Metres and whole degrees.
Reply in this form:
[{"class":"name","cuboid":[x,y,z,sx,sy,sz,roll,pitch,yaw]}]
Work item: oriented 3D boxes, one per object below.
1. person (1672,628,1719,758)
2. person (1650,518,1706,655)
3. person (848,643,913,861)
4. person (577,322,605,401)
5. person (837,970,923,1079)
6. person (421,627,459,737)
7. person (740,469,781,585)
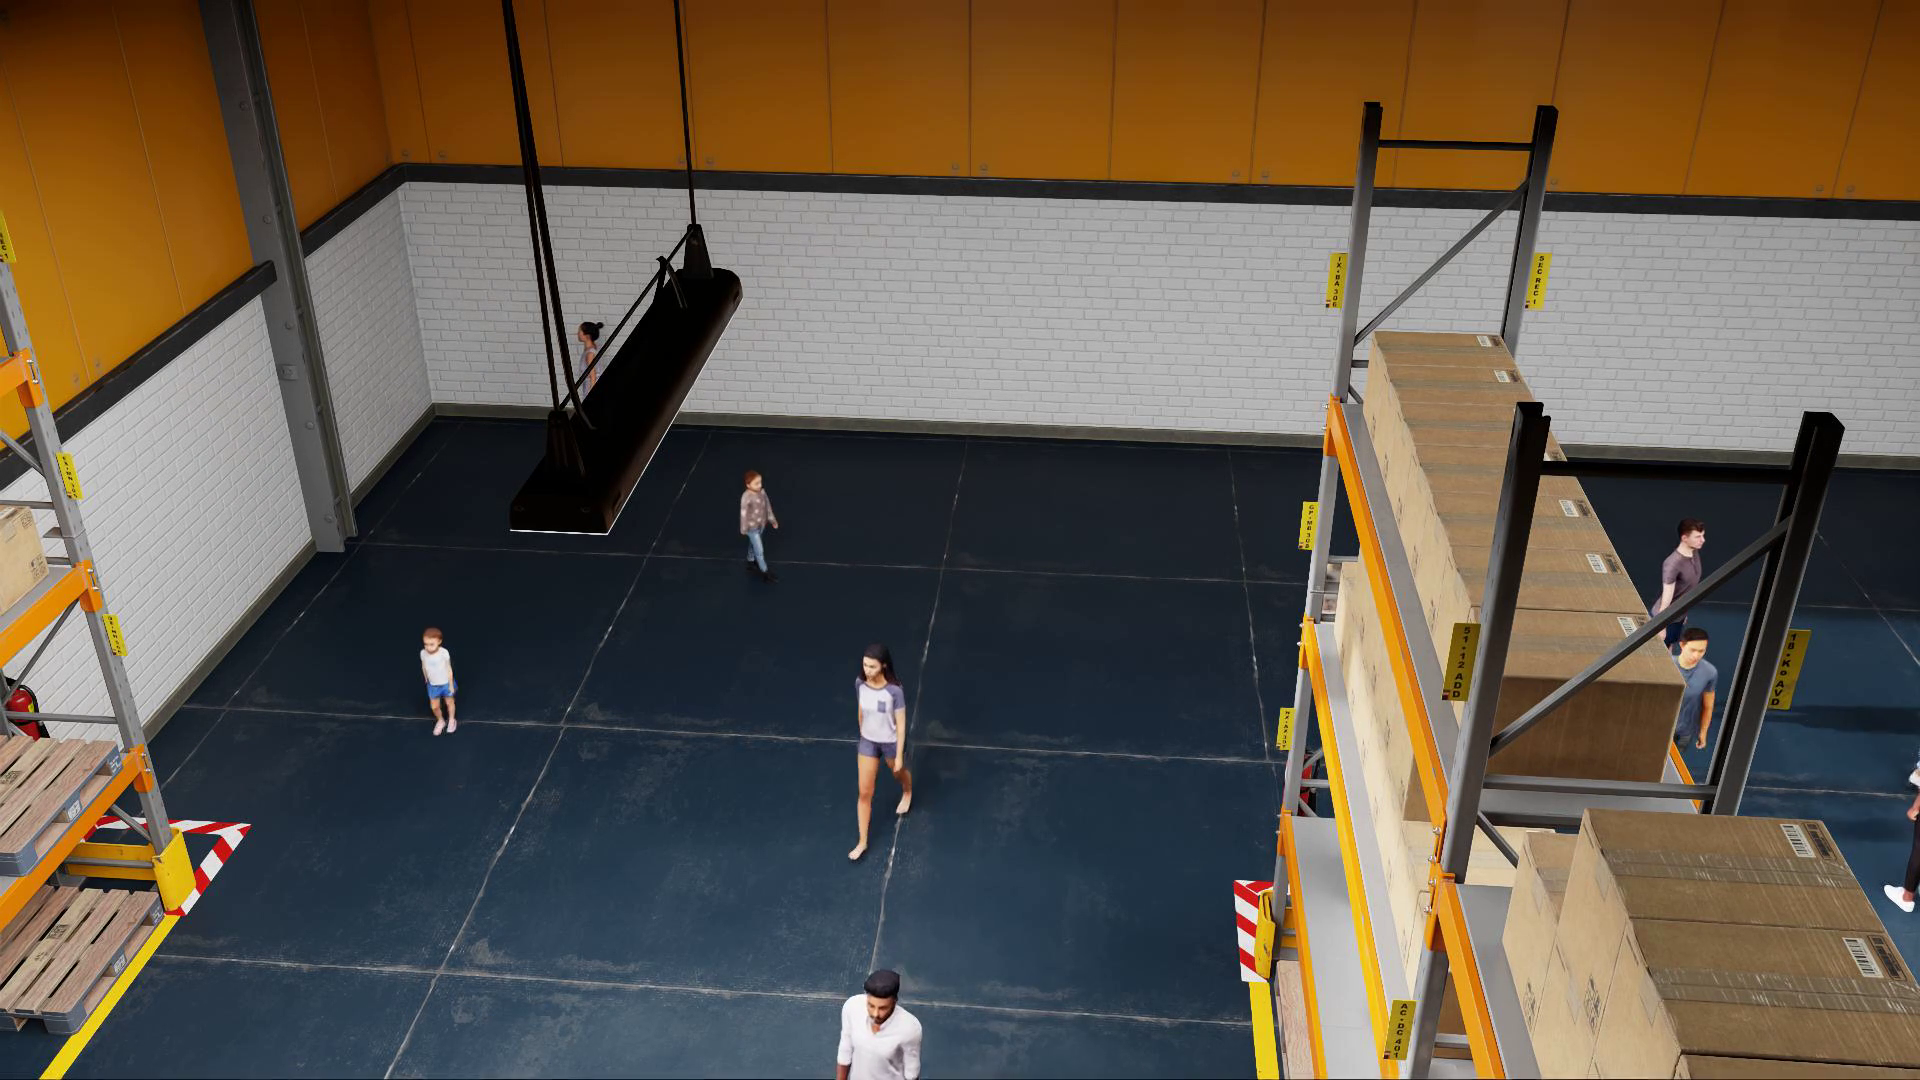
[{"class":"person","cuboid":[5.428,1.366,12.771,0.635,1.794,0.637,2,29,4]},{"class":"person","cuboid":[5.991,0.641,14.041,0.794,1.851,0.699,24,37,37]},{"class":"person","cuboid":[-0.539,1.509,12.617,0.828,1.689,1.204,11,31,19]},{"class":"person","cuboid":[-4.075,-1.685,18.565,0.678,1.601,0.561,-4,29,-7]},{"class":"person","cuboid":[-0.424,3.099,9.605,0.941,1.783,1.182,15,32,26]},{"class":"person","cuboid":[-4.345,1.153,13.978,0.425,1.011,0.445,1,29,2]},{"class":"person","cuboid":[-2.038,-0.173,16.238,0.718,1.176,0.722,17,33,29]}]
